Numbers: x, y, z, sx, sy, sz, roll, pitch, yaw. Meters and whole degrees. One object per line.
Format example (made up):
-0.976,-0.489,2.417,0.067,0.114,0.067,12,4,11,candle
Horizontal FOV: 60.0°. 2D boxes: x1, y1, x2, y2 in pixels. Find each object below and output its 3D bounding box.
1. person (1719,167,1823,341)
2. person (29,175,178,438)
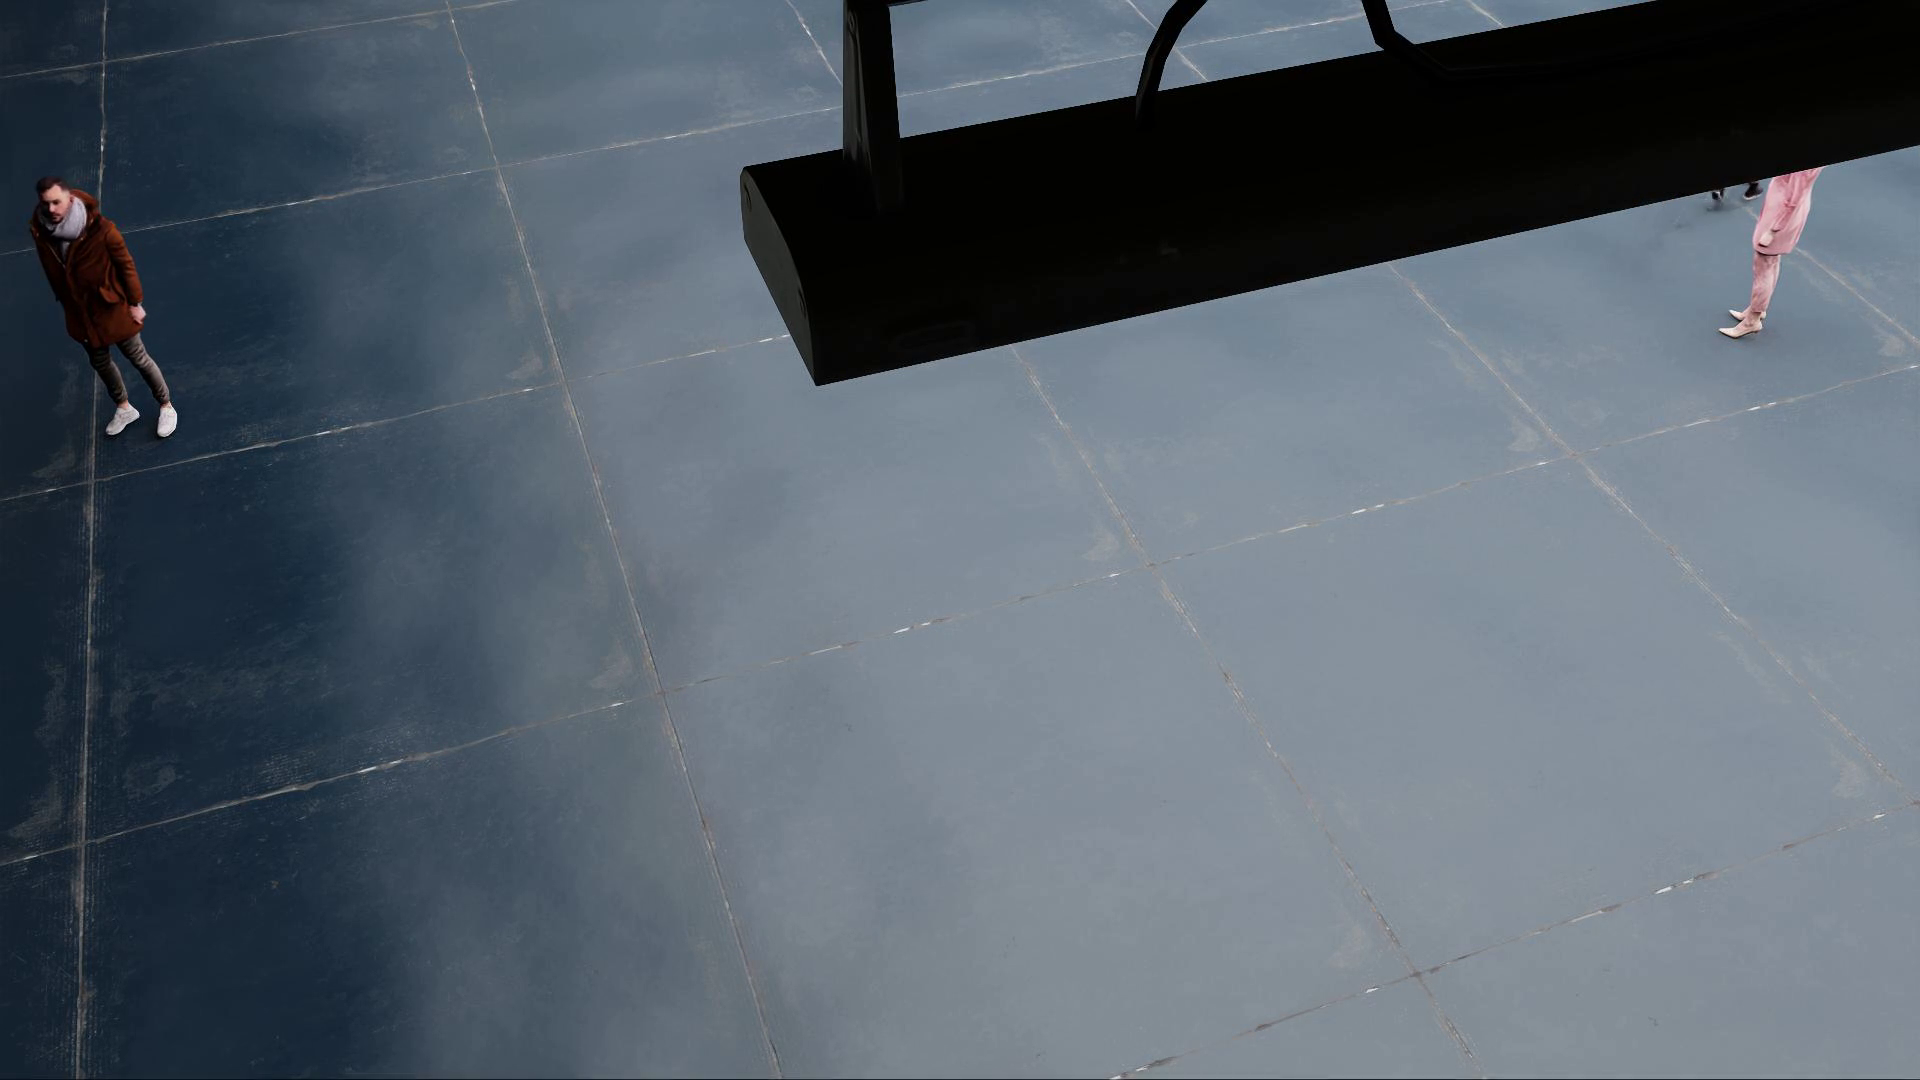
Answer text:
5.507,-2.143,11.127,0.713,1.801,0.698,26,49,25,person
-5.352,-1.446,10.353,0.823,1.839,0.845,2,43,2,person
